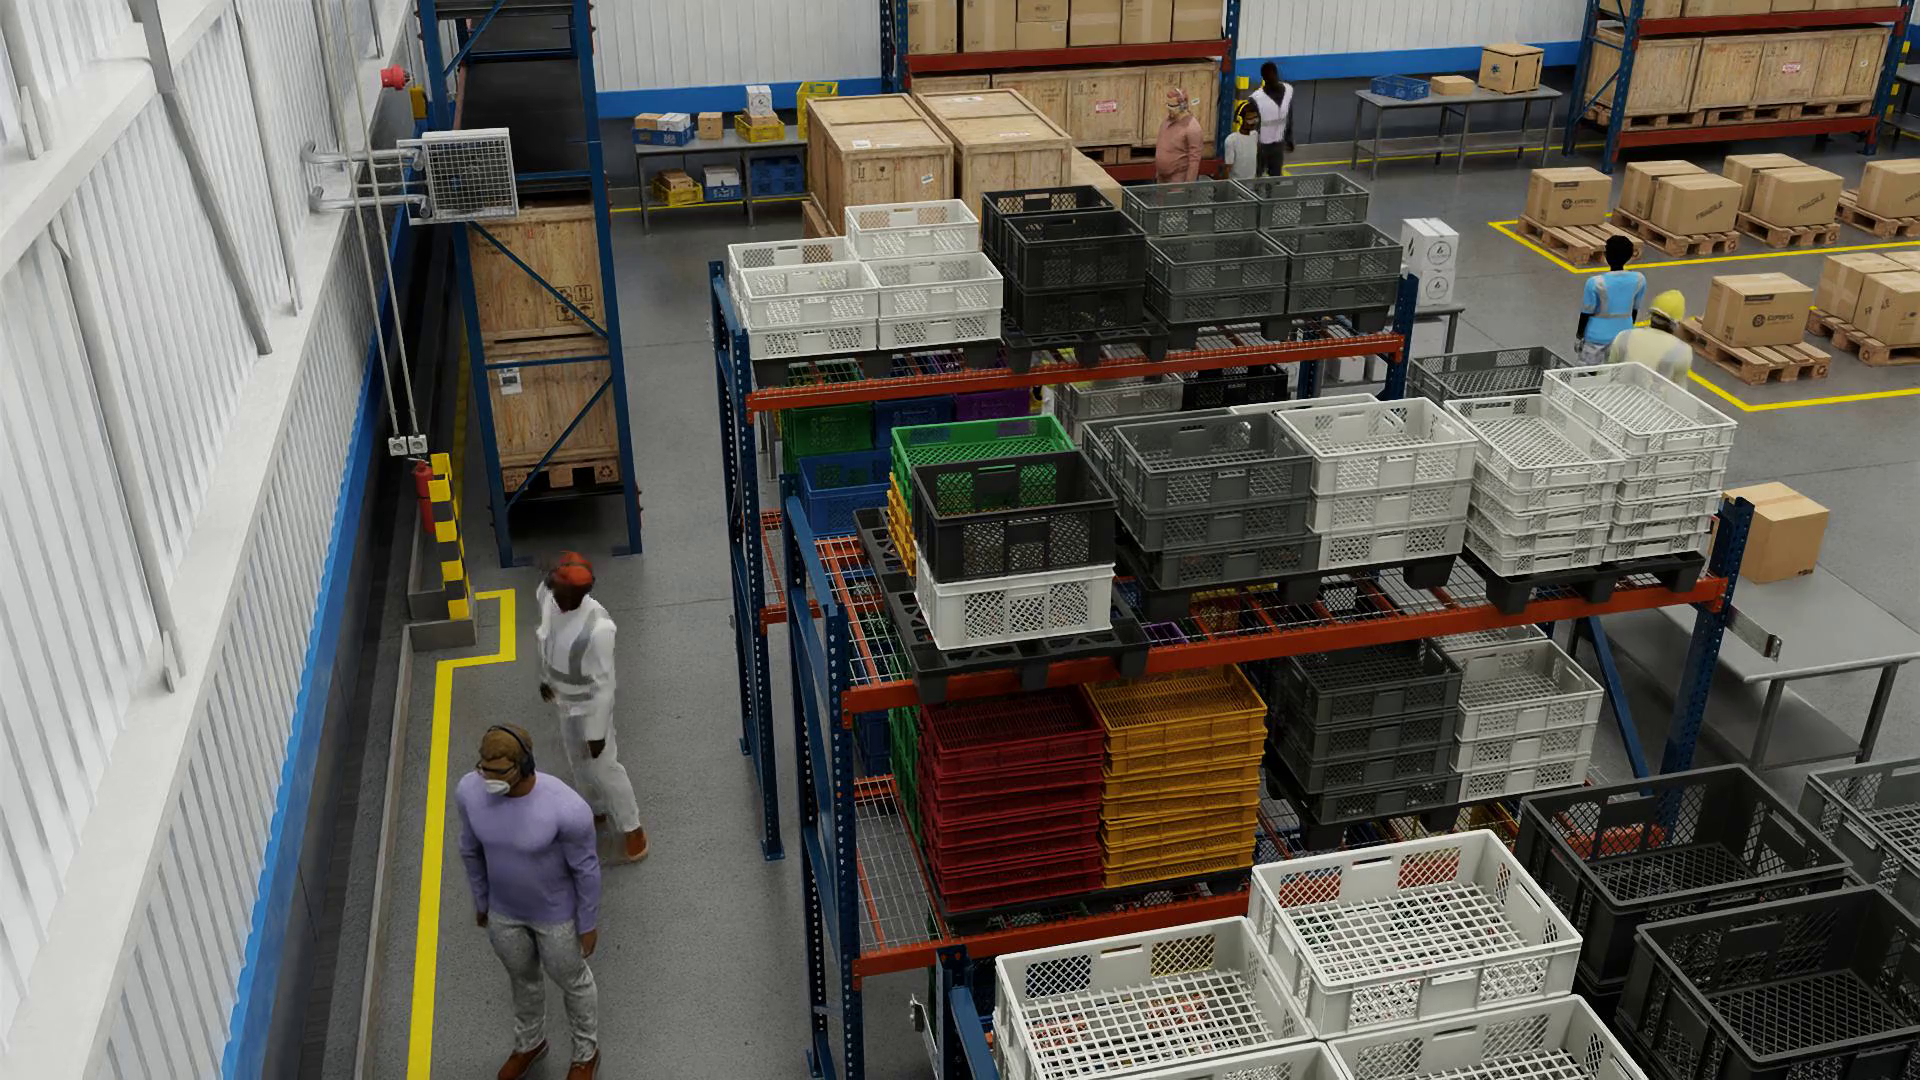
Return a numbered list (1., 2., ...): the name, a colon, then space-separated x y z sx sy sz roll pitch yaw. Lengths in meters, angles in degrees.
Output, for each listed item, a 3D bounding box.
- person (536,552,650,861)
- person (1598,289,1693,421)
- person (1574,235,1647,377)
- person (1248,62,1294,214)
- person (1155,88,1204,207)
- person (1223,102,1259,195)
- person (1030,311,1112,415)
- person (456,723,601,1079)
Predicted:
1. person: -1.960 0.843 8.740 0.367 1.855 0.686 -23 36 -37
2. person: 4.933 -0.938 12.171 0.670 1.799 0.611 -20 34 -33
3. person: 5.308 -1.675 13.683 0.535 1.694 0.319 -4 28 -8
4. person: 3.466 -4.466 18.787 0.700 1.878 0.378 -17 32 -29
5. person: 2.236 -3.780 17.454 0.409 1.903 0.638 -14 31 -25
6. person: 2.883 -3.562 17.073 0.313 1.869 0.538 25 37 39
7. person: 0.837 -1.210 12.654 0.619 1.836 0.430 5 28 9
8. person: -1.838 1.599 7.208 0.628 1.939 0.375 8 29 15
